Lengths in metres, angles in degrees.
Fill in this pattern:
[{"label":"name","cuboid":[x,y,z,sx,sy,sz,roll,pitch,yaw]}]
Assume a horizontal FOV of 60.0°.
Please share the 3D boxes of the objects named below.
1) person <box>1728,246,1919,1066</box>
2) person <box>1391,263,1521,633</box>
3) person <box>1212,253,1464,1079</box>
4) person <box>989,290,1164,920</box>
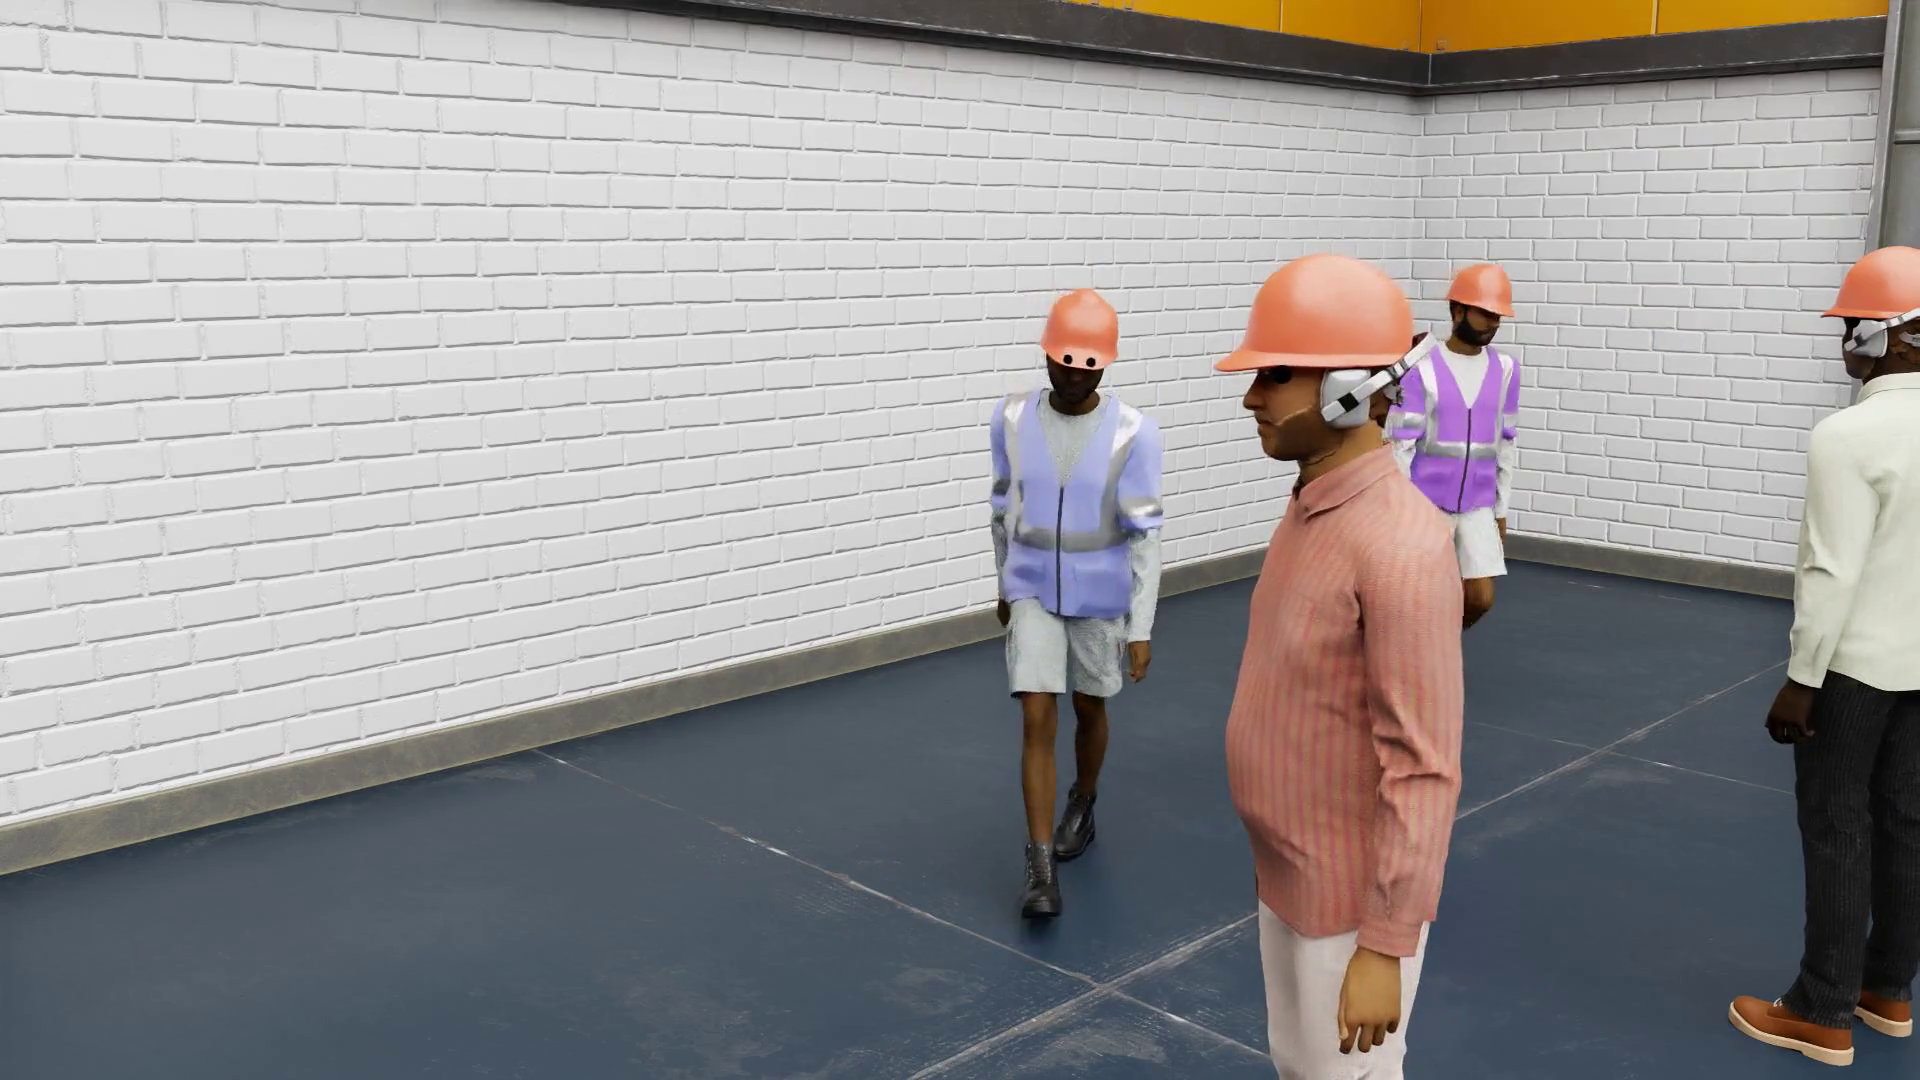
[{"label":"person","cuboid":[2.225,0.289,4.090,0.622,1.993,0.381,-6,12,-30]},{"label":"person","cuboid":[1.999,-0.167,6.808,0.568,1.912,0.491,-1,10,-5]},{"label":"person","cuboid":[0.590,0.541,2.718,0.396,1.992,0.622,-1,10,-4]},{"label":"person","cuboid":[0.338,0.182,5.042,0.552,1.855,1.001,2,11,12]}]
